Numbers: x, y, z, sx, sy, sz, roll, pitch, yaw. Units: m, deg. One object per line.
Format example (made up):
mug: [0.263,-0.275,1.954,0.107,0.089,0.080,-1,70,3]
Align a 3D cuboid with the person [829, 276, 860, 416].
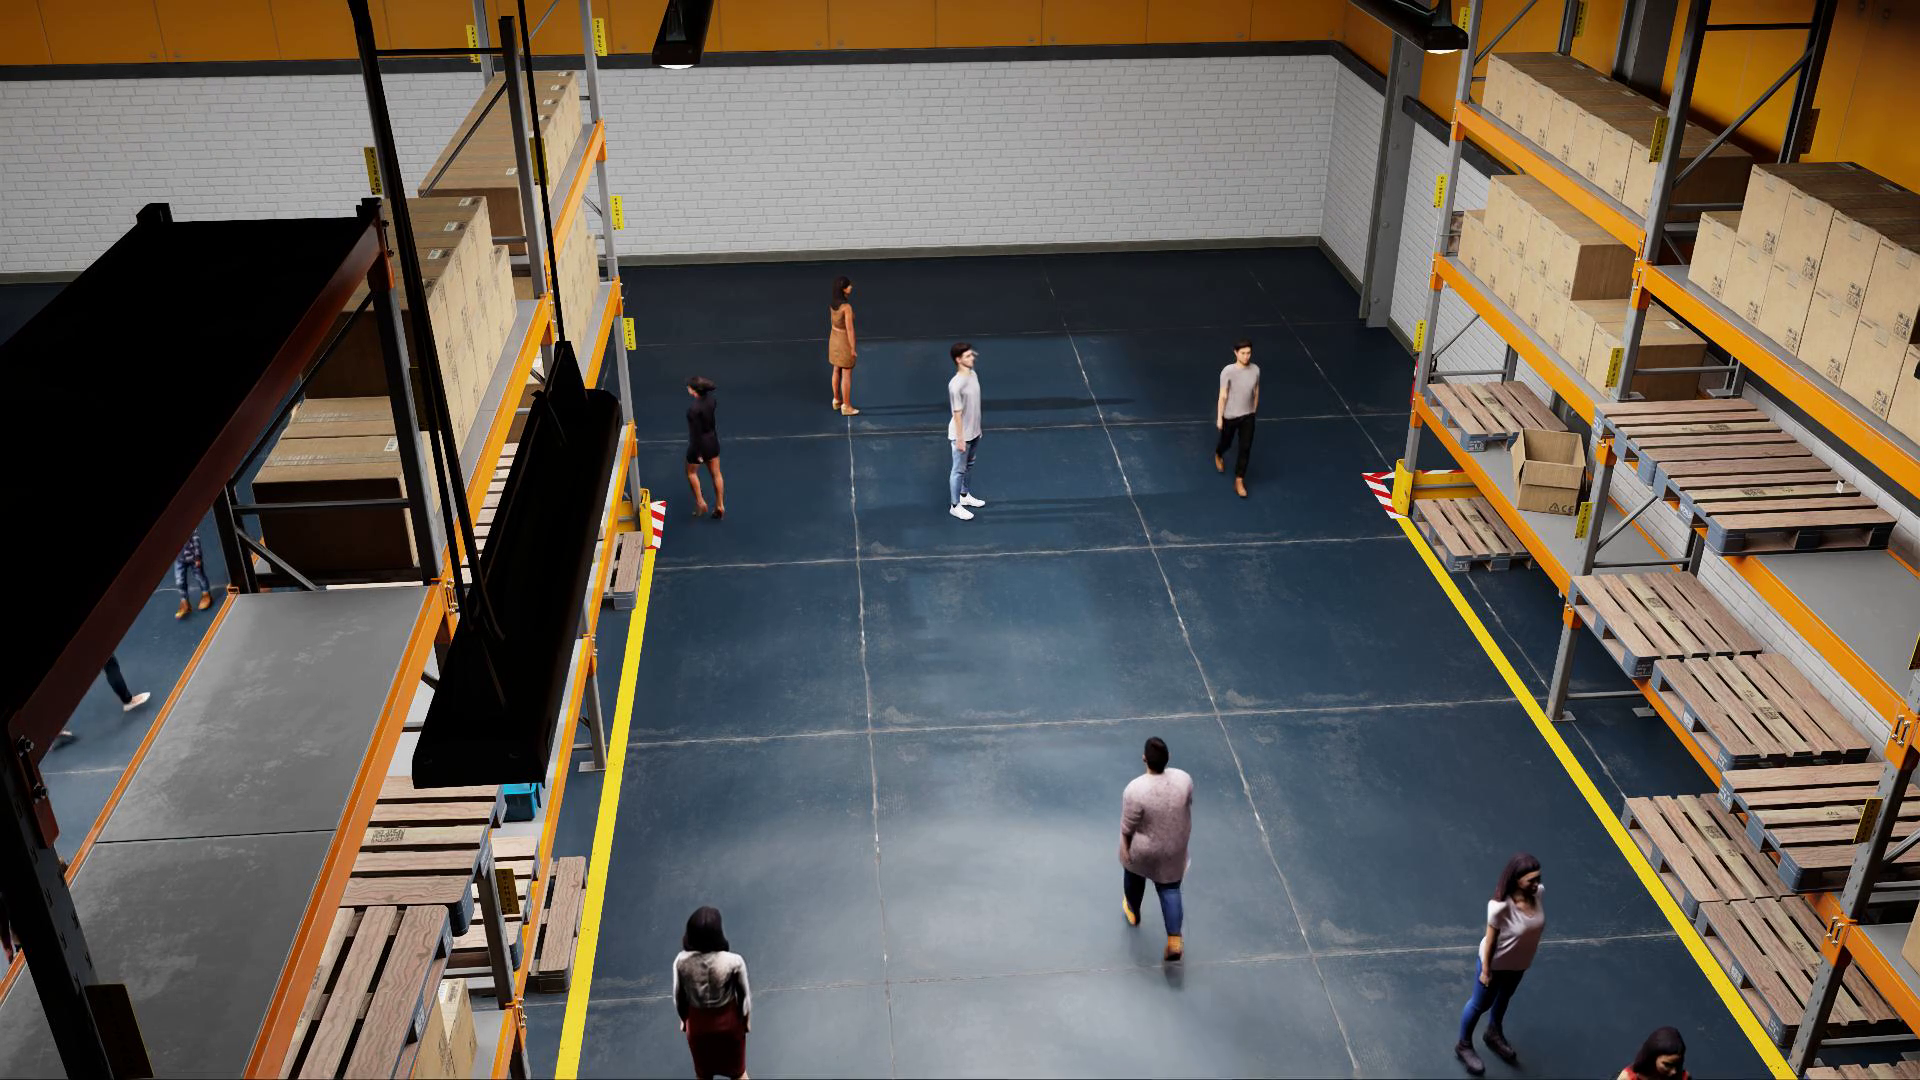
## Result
person: [-1.377,-2.292,19.543,0.699,1.688,0.588,-17,33,-29]

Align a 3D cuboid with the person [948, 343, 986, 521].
person: [0.047,-1.157,17.249,0.812,1.894,0.676,11,30,19]

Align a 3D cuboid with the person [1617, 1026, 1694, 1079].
person: [3.725,3.314,9.262,0.651,1.693,0.960,-4,29,-7]

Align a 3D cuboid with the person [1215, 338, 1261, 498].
person: [2.966,-1.374,17.855,0.619,1.695,1.037,-3,29,-6]

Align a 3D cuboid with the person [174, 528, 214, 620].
person: [-7.243,0.092,15.646,0.541,1.237,0.676,1,29,2]

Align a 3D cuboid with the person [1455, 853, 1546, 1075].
person: [3.420,2.648,10.495,0.672,1.682,0.671,-15,32,-26]

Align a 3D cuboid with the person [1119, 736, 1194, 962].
person: [1.372,2.118,11.425,0.710,1.720,1.064,-4,29,-7]

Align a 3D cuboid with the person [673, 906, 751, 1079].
person: [-1.465,2.906,9.949,0.604,1.750,0.524,0,29,-1]

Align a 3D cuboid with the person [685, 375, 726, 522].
person: [-2.556,-0.917,17.089,0.769,1.626,0.705,20,34,32]
